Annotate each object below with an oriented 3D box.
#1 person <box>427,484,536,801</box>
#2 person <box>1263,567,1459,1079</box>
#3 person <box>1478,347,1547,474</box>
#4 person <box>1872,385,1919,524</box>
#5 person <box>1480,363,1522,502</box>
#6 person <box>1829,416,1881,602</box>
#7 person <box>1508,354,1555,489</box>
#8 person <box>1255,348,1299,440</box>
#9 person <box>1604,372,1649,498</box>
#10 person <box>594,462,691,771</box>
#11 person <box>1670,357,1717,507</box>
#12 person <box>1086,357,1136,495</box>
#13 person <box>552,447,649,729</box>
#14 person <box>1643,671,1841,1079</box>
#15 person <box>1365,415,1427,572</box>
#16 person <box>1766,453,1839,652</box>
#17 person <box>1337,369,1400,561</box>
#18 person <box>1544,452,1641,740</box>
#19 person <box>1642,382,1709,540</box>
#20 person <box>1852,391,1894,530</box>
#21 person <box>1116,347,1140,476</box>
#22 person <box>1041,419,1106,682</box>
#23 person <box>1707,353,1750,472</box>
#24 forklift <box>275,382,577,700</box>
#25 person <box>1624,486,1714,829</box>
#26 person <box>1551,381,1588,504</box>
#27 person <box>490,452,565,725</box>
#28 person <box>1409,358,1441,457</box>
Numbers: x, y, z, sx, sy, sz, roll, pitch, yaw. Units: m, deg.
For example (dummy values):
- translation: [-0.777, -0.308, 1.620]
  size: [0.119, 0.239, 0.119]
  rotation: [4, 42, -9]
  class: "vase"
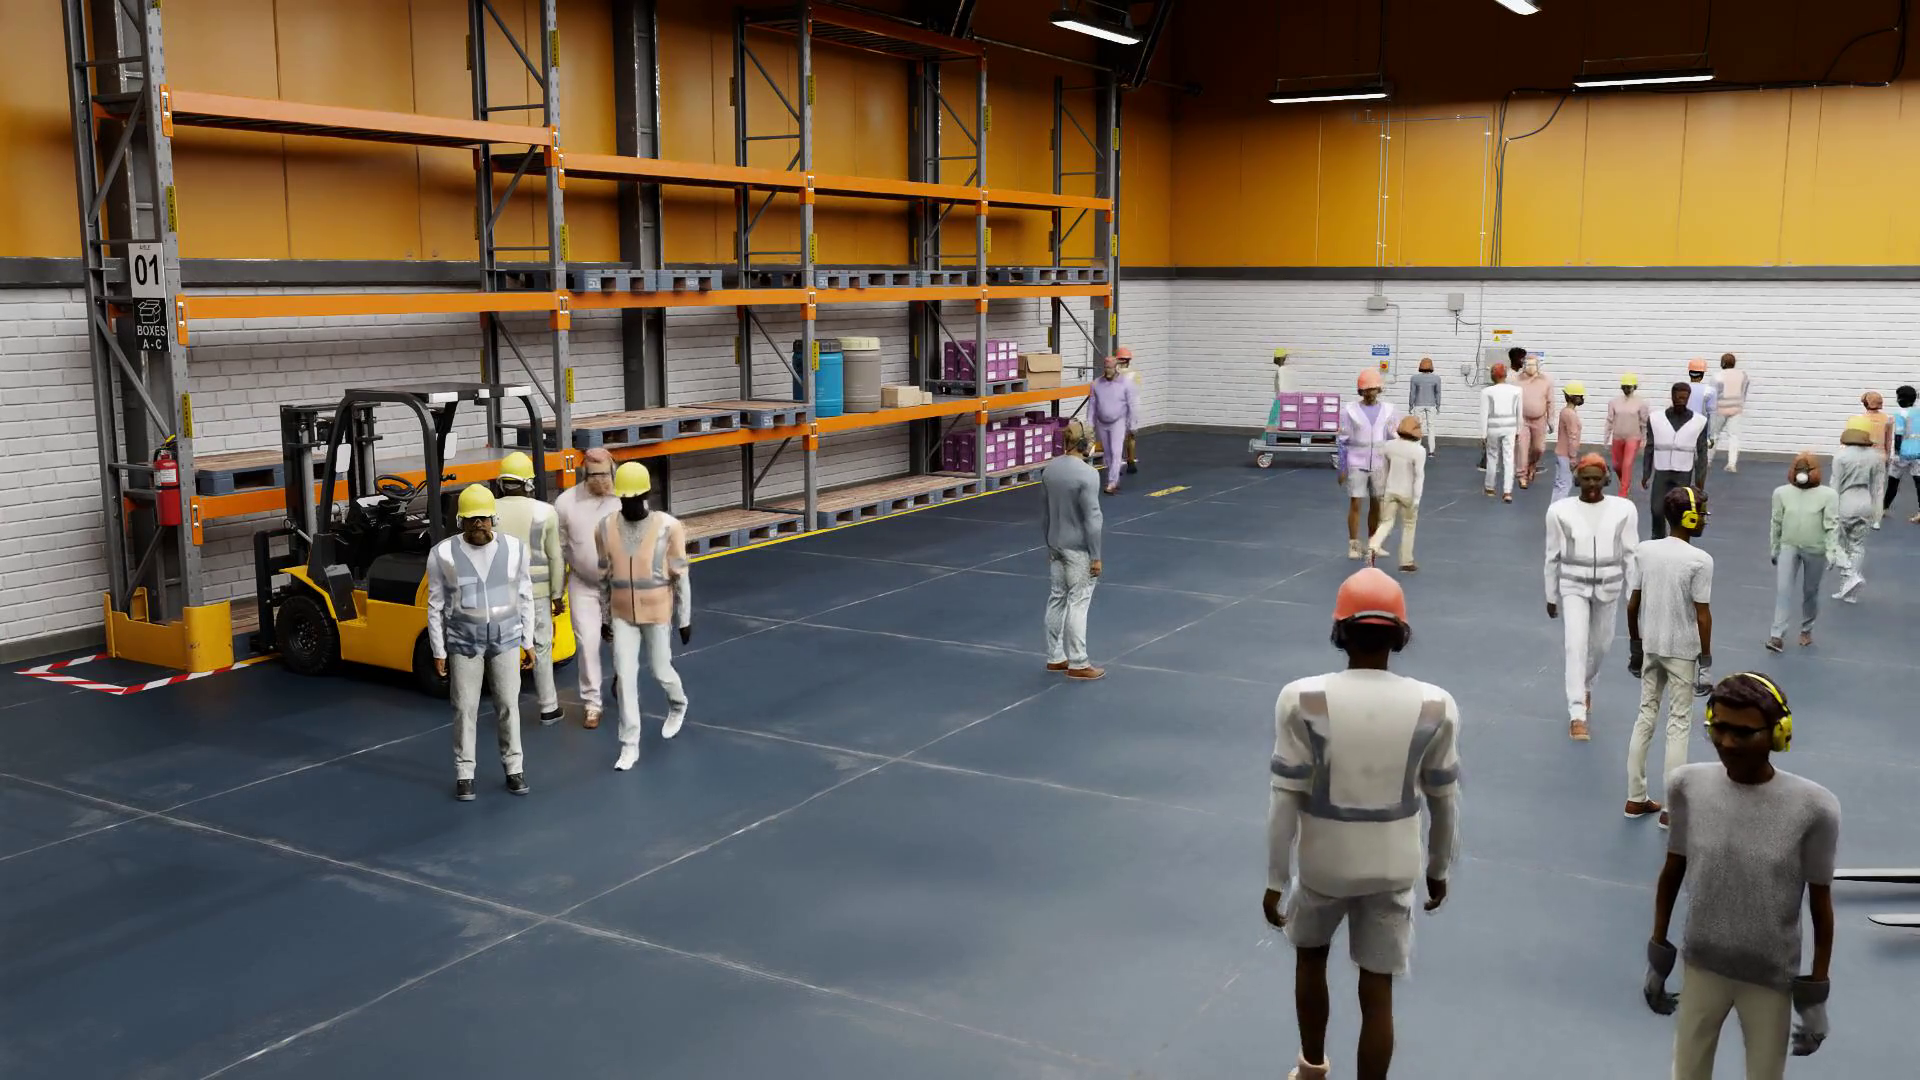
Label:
- translation: [-2.732, 0.582, 9.528]
  size: [0.596, 1.826, 0.403]
  rotation: [-4, 10, -24]
  class: "person"
- translation: [1.362, 1.088, 5.740]
  size: [0.654, 2.016, 0.754]
  rotation: [1, 9, 4]
  class: "person"
- translation: [8.293, -1.934, 24.954]
  size: [0.998, 1.913, 0.622]
  rotation: [3, 9, 16]
  class: "person"
- translation: [11.436, -1.040, 20.152]
  size: [0.557, 1.643, 0.861]
  rotation: [-3, 10, -17]
  class: "person"
- translation: [7.177, -1.429, 22.088]
  size: [0.583, 1.828, 1.041]
  rotation: [1, 9, 7]
  class: "person"
- translation: [8.159, -0.268, 15.183]
  size: [0.491, 1.720, 0.452]
  rotation: [-2, 9, -10]
  class: "person"
- translation: [8.029, -1.686, 23.459]
  size: [0.652, 1.888, 0.725]
  rotation: [1, 9, 8]
  class: "person"
- translation: [5.560, -2.470, 28.904]
  size: [0.923, 1.714, 0.551]
  rotation: [4, 10, 24]
  class: "person"
- translation: [8.722, -1.337, 21.736]
  size: [0.527, 1.742, 0.689]
  rotation: [8, 12, 39]
  class: "person"
- translation: [-1.940, 0.420, 10.352]
  size: [0.602, 1.889, 0.848]
  rotation: [1, 9, 9]
  class: "person"
- translation: [9.410, -1.373, 21.366]
  size: [0.552, 1.935, 0.360]
  rotation: [5, 11, 30]
  class: "person"
- translation: [2.013, -1.549, 22.680]
  size: [0.658, 1.866, 0.918]
  rotation: [5, 11, 30]
  class: "person"
- translation: [-2.414, 0.286, 11.228]
  size: [0.663, 1.873, 0.715]
  rotation: [-1, 9, -8]
  class: "person"
- translation: [2.312, 1.297, 4.961]
  size: [0.531, 1.861, 0.330]
  rotation: [9, 12, 43]
  class: "person"
- translation: [4.360, -0.445, 16.601]
  size: [0.690, 1.608, 0.540]
  rotation: [-8, 12, -42]
  class: "person"
- translation: [6.703, 0.100, 13.249]
  size: [0.515, 1.584, 0.851]
  rotation: [7, 11, 36]
  class: "person"
- translation: [4.298, -0.788, 17.526]
  size: [0.663, 2.017, 0.617]
  rotation: [-1, 9, -4]
  class: "person"
- translation: [4.168, 0.331, 11.025]
  size: [0.588, 1.856, 0.914]
  rotation: [2, 9, 11]
  class: "person"
- translation: [7.362, -0.675, 17.135]
  size: [0.615, 1.897, 0.603]
  rotation: [4, 10, 24]
  class: "person"
- translation: [10.656, -0.924, 19.499]
  size: [0.511, 1.638, 0.307]
  rotation: [0, 9, -1]
  class: "person"
- translation: [2.448, -1.908, 24.769]
  size: [0.564, 1.909, 0.791]
  rotation: [4, 10, 24]
  class: "person"
- translation: [0.839, 0.074, 12.333]
  size: [0.354, 1.936, 0.635]
  rotation: [-6, 11, -31]
  class: "person"
- translation: [11.739, -1.963, 25.535]
  size: [0.633, 1.809, 0.832]
  rotation: [1, 9, 4]
  class: "person"
- translation: [-3.974, -0.067, 12.417]
  size: [2.313, 2.155, 1.214]
  rotation: [5, 11, 30]
  class: "forklift"
- translation: [3.877, 0.633, 9.072]
  size: [0.312, 1.865, 0.535]
  rotation: [-5, 10, -28]
  class: "person"
- translation: [7.095, -0.965, 19.356]
  size: [0.329, 1.767, 0.529]
  rotation: [1, 9, 9]
  class: "person"
- translation: [-2.924, 0.330, 11.062]
  size: [0.591, 1.834, 0.404]
  rotation: [0, 9, 0]
  class: "person"
- translation: [7.636, -2.177, 27.331]
  size: [0.507, 1.631, 0.276]
  rotation: [2, 9, 11]
  class: "person"
